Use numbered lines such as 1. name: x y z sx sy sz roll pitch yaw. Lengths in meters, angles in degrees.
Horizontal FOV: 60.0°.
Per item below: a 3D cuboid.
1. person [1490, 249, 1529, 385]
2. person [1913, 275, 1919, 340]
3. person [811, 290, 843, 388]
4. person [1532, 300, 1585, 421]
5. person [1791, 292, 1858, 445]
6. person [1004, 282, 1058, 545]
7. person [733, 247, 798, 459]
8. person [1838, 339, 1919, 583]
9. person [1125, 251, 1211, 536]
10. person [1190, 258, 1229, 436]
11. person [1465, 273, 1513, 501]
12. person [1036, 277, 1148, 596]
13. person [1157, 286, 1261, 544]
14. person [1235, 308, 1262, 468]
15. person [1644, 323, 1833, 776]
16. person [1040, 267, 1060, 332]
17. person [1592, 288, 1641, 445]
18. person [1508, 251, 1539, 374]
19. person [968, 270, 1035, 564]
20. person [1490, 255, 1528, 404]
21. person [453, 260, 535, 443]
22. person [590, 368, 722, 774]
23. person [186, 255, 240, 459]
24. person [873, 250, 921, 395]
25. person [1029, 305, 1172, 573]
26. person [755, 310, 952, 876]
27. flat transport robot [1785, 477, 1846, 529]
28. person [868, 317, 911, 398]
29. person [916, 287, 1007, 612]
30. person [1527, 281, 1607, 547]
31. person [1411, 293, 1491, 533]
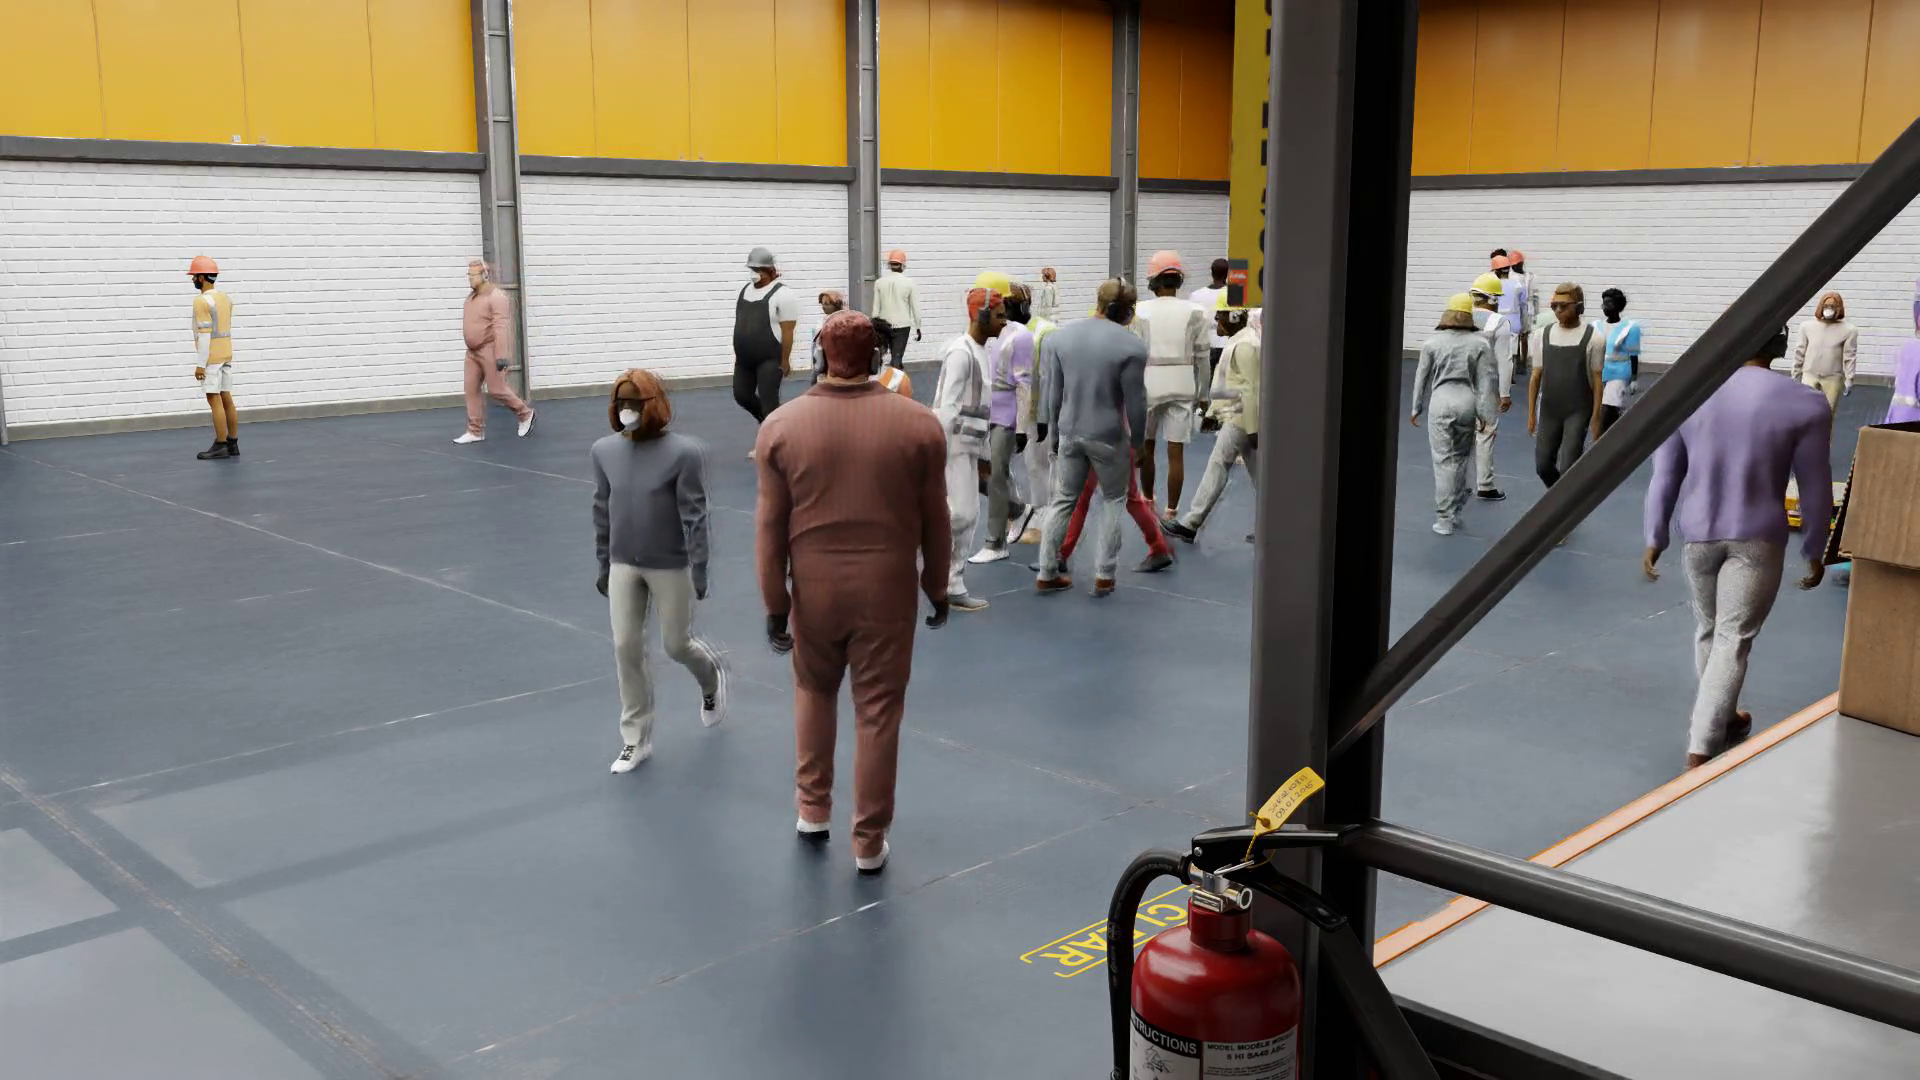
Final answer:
1. person: 7.691 -3.130 23.546 0.702 1.944 0.549 4 11 19
2. person: 12.294 -2.716 20.948 0.396 2.042 0.610 -2 11 -11
3. person: -1.171 -1.566 15.837 0.524 1.626 0.500 8 13 37
4. person: 6.215 -1.835 17.322 0.509 1.605 0.710 4 11 21
5. person: 7.848 -1.440 15.160 0.538 1.609 0.678 6 12 31
6. person: 0.429 -0.862 11.470 0.637 1.820 0.444 8 13 37
7. person: -1.899 -1.806 15.991 0.698 2.000 0.605 7 13 34
8. person: 5.839 -0.578 10.015 0.974 1.778 0.579 2 11 8
9. person: 1.485 -1.063 12.028 0.642 2.007 0.874 0 10 2
10. person: 2.697 -2.015 17.536 0.595 1.897 0.713 4 11 21
11. person: 4.198 -1.230 13.430 0.403 1.827 0.600 -8 13 -37
12. person: 0.819 -0.593 9.789 0.641 1.895 0.510 7 12 33
13. person: 1.858 -0.845 11.448 0.922 1.781 0.585 2 11 11
14. person: 2.738 -1.570 15.257 0.429 1.839 0.634 -1 10 -6
15. person: 3.076 -0.003 6.604 0.648 1.890 1.034 9 14 41
16. person: 1.386 -3.377 25.650 0.314 1.639 0.517 3 11 14
17. person: 6.042 -1.512 15.473 0.897 1.651 0.537 -7 12 -32
18. person: 8.537 -3.464 25.431 0.562 1.886 0.653 5 12 25
19. person: 0.277 -0.810 10.928 0.591 1.912 0.588 -9 14 -40
20. person: 6.959 -2.691 21.273 0.578 1.865 1.038 3 11 17
21. person: -4.861 -1.951 17.230 0.650 1.881 0.817 8 13 39
22. person: -1.229 0.096 6.789 0.509 1.619 0.648 3 11 16
23. person: -7.154 -1.737 15.899 0.356 1.939 0.543 0 10 2
24. person: -0.823 -2.809 21.752 0.632 1.947 1.053 4 11 22
25. person: 0.930 -0.616 10.409 0.906 1.719 0.528 -3 11 -16
26. person: -0.351 0.165 5.688 0.651 1.882 0.677 0 10 0
27. flat transport robot: 6.415 -0.287 12.538 0.652 0.197 1.431 8 13 36
28. person: -0.546 -0.539 10.102 0.541 1.660 0.799 3 11 17
29. person: -0.076 -0.515 9.490 0.674 1.842 0.621 2 11 9
30. person: 4.208 -0.877 11.536 0.505 1.828 0.617 8 13 37
31. person: 3.552 -0.930 12.079 0.508 1.703 0.736 1 10 6
